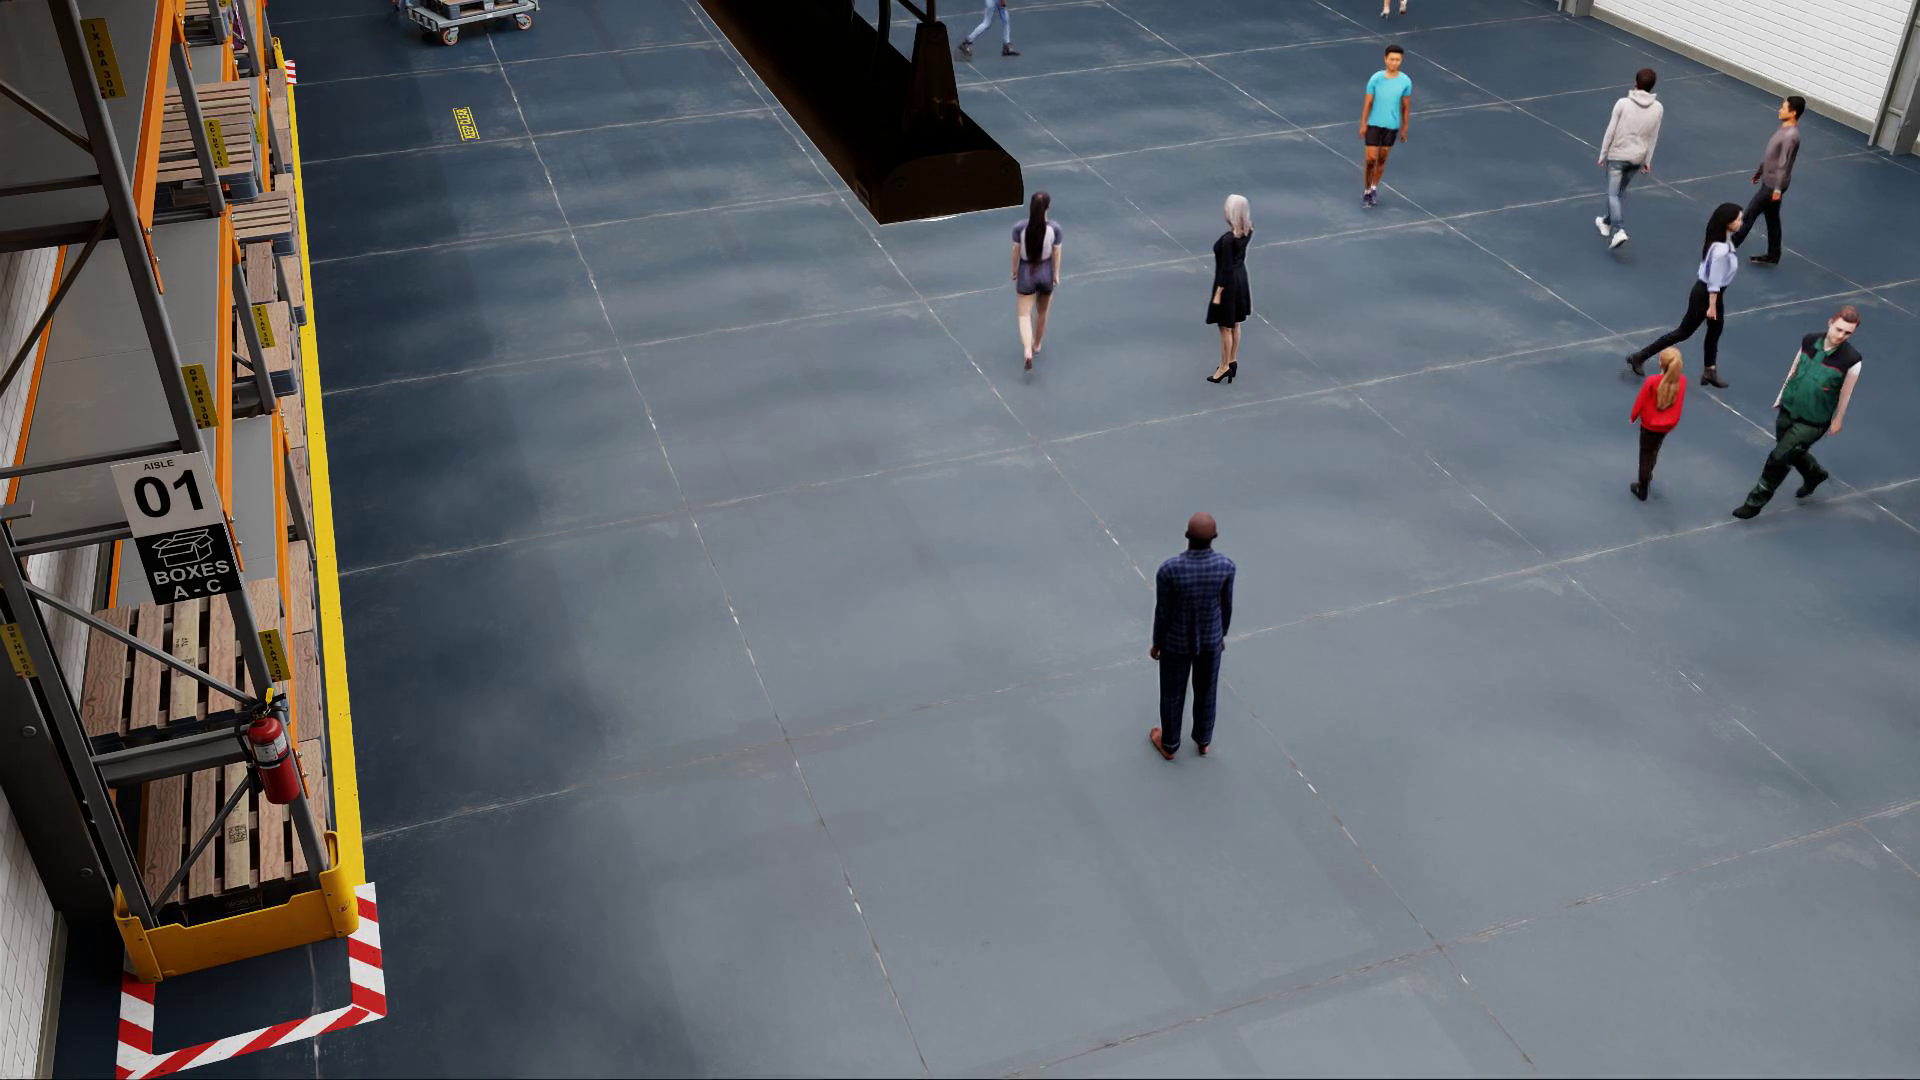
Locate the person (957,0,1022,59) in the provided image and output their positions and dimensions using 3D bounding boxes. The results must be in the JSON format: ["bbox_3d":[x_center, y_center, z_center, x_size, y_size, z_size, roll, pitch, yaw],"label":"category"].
[{"bbox_3d":[0.373,-7.278,22.295,0.912,1.689,1.112,0,34,0],"label":"person"}]

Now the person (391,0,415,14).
[{"bbox_3d":[-8.144,-8.375,24.019,0.875,1.607,1.005,5,34,7],"label":"person"}]

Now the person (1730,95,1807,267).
[{"bbox_3d":[8.237,-3.553,16.642,1.061,1.744,1.021,22,39,29],"label":"person"}]

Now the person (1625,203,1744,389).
[{"bbox_3d":[6.390,-2.103,14.491,1.166,1.710,1.159,12,35,17],"label":"person"}]

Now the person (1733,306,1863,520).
[{"bbox_3d":[6.528,-0.975,12.716,0.815,1.796,1.097,-12,36,-18],"label":"person"}]

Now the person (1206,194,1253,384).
[{"bbox_3d":[2.362,-2.206,14.613,0.744,1.746,0.704,20,38,27],"label":"person"}]

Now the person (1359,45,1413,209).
[{"bbox_3d":[4.586,-4.522,18.084,0.797,1.762,0.860,3,34,5],"label":"person"}]

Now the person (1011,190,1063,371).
[{"bbox_3d":[0.672,-2.301,14.867,0.803,1.623,1.031,0,34,0],"label":"person"}]

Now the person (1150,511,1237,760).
[{"bbox_3d":[1.447,0.593,10.335,0.698,1.820,0.655,-6,34,-8],"label":"person"}]

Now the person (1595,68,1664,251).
[{"bbox_3d":[6.841,-3.874,17.051,0.943,1.824,1.267,0,34,0],"label":"person"}]

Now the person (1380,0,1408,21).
[{"bbox_3d":[6.287,-8.332,23.784,0.730,1.796,0.814,-6,34,-9],"label":"person"}]

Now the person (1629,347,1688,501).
[{"bbox_3d":[5.493,-0.890,13.065,0.608,1.269,0.712,-1,34,-2],"label":"person"}]
